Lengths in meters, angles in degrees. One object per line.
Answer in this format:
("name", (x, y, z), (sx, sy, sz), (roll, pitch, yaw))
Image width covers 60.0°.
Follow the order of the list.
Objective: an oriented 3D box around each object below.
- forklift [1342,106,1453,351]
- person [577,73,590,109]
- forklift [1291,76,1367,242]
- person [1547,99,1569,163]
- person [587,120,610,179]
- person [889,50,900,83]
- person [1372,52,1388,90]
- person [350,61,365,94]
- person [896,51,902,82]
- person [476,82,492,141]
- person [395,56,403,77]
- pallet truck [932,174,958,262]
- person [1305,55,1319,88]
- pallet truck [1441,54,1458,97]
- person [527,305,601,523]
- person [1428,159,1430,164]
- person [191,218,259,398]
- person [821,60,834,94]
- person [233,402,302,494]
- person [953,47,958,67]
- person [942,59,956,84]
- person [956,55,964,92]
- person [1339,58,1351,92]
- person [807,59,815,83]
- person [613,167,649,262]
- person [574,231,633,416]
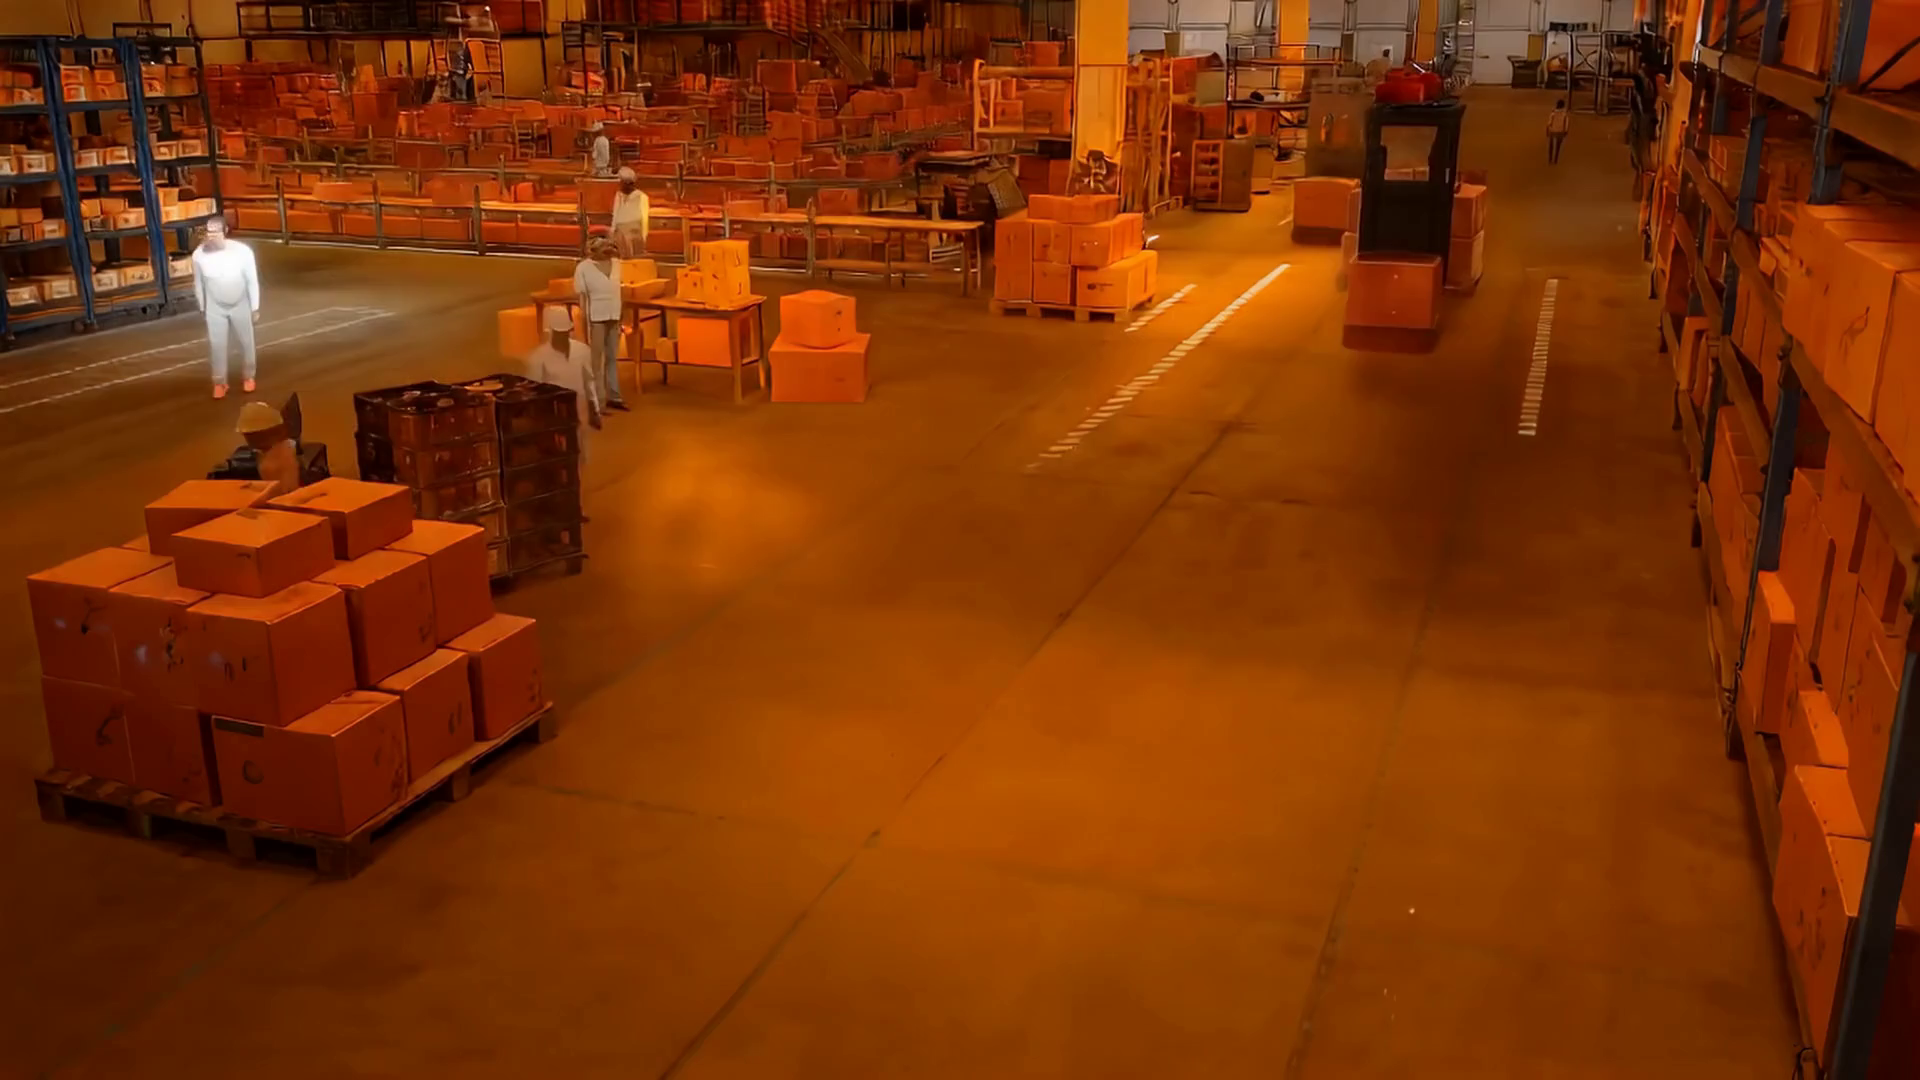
("forklift", (5.378, -3.832, 20.196), (1.129, 2.768, 1.873), (6, 19, 19))
("person", (-14.395, -16.923, 63.212), (0.900, 1.724, 0.532), (11, 20, 30))
("forklift", (6.598, -6.755, 29.381), (1.129, 2.768, 1.873), (6, 19, 19))
("person", (15.983, -10.938, 44.465), (0.546, 1.671, 0.569), (6, 19, 20))
("person", (-6.877, -7.005, 31.709), (0.427, 1.938, 0.615), (-6, 18, -17))
("person", (-3.733, -26.749, 93.933), (0.607, 1.826, 0.632), (-1, 18, -3))
("person", (21.182, -23.453, 83.391), (1.057, 1.937, 0.641), (16, 24, 41))
("person", (-25.656, -19.445, 70.871), (0.587, 1.882, 0.342), (-5, 18, -15))
("person", (-3.691, -26.967, 94.765), (0.865, 1.733, 0.534), (-7, 19, -21))
("person", (-14.571, -13.046, 50.810), (0.400, 1.855, 0.561), (12, 21, 32))
("person", (-25.619, -21.139, 76.119), (0.356, 1.930, 0.589), (-7, 19, -20))
("pallet truck", (-0.507, -5.292, 27.348), (0.653, 1.274, 1.630), (6, 19, 19))
("person", (17.986, -23.758, 84.574), (0.952, 1.803, 0.644), (16, 24, 41))
("pallet truck", (22.765, -21.886, 78.355), (0.823, 1.965, 1.885), (-4, 18, -14))
("person", (-3.190, -1.038, 13.286), (0.723, 1.726, 0.566), (14, 22, 37))
("person", (7.865, -5.471, 27.344), (0.605, 1.670, 0.339), (0, 18, 0))
("person", (-7.671, -2.424, 17.423), (0.657, 1.863, 0.932), (-5, 18, -14))
("person", (-5.439, -18.706, 68.293), (1.036, 2.000, 0.684), (13, 22, 35))
("person", (-4.001, -0.046, 10.224), (0.699, 1.698, 0.565), (-5, 18, -16))
("person", (-0.152, -26.355, 92.402), (0.611, 1.996, 0.387), (10, 20, 30))
("person", (-0.444, -20.059, 72.807), (0.640, 1.881, 1.035), (6, 19, 17))
("person", (0.064, -20.926, 75.289), (0.579, 2.025, 0.653), (-2, 18, -6))
("person", (18.158, -21.795, 78.355), (0.896, 1.831, 0.539), (0, 18, 1))
("person", (-6.363, -19.725, 71.671), (0.370, 1.936, 0.553), (4, 18, 13))
("person", (-4.638, -4.308, 23.391), (0.590, 1.833, 0.404), (9, 20, 27))
("person", (-3.558, -2.173, 16.720), (0.449, 1.843, 0.611), (13, 22, 35))
